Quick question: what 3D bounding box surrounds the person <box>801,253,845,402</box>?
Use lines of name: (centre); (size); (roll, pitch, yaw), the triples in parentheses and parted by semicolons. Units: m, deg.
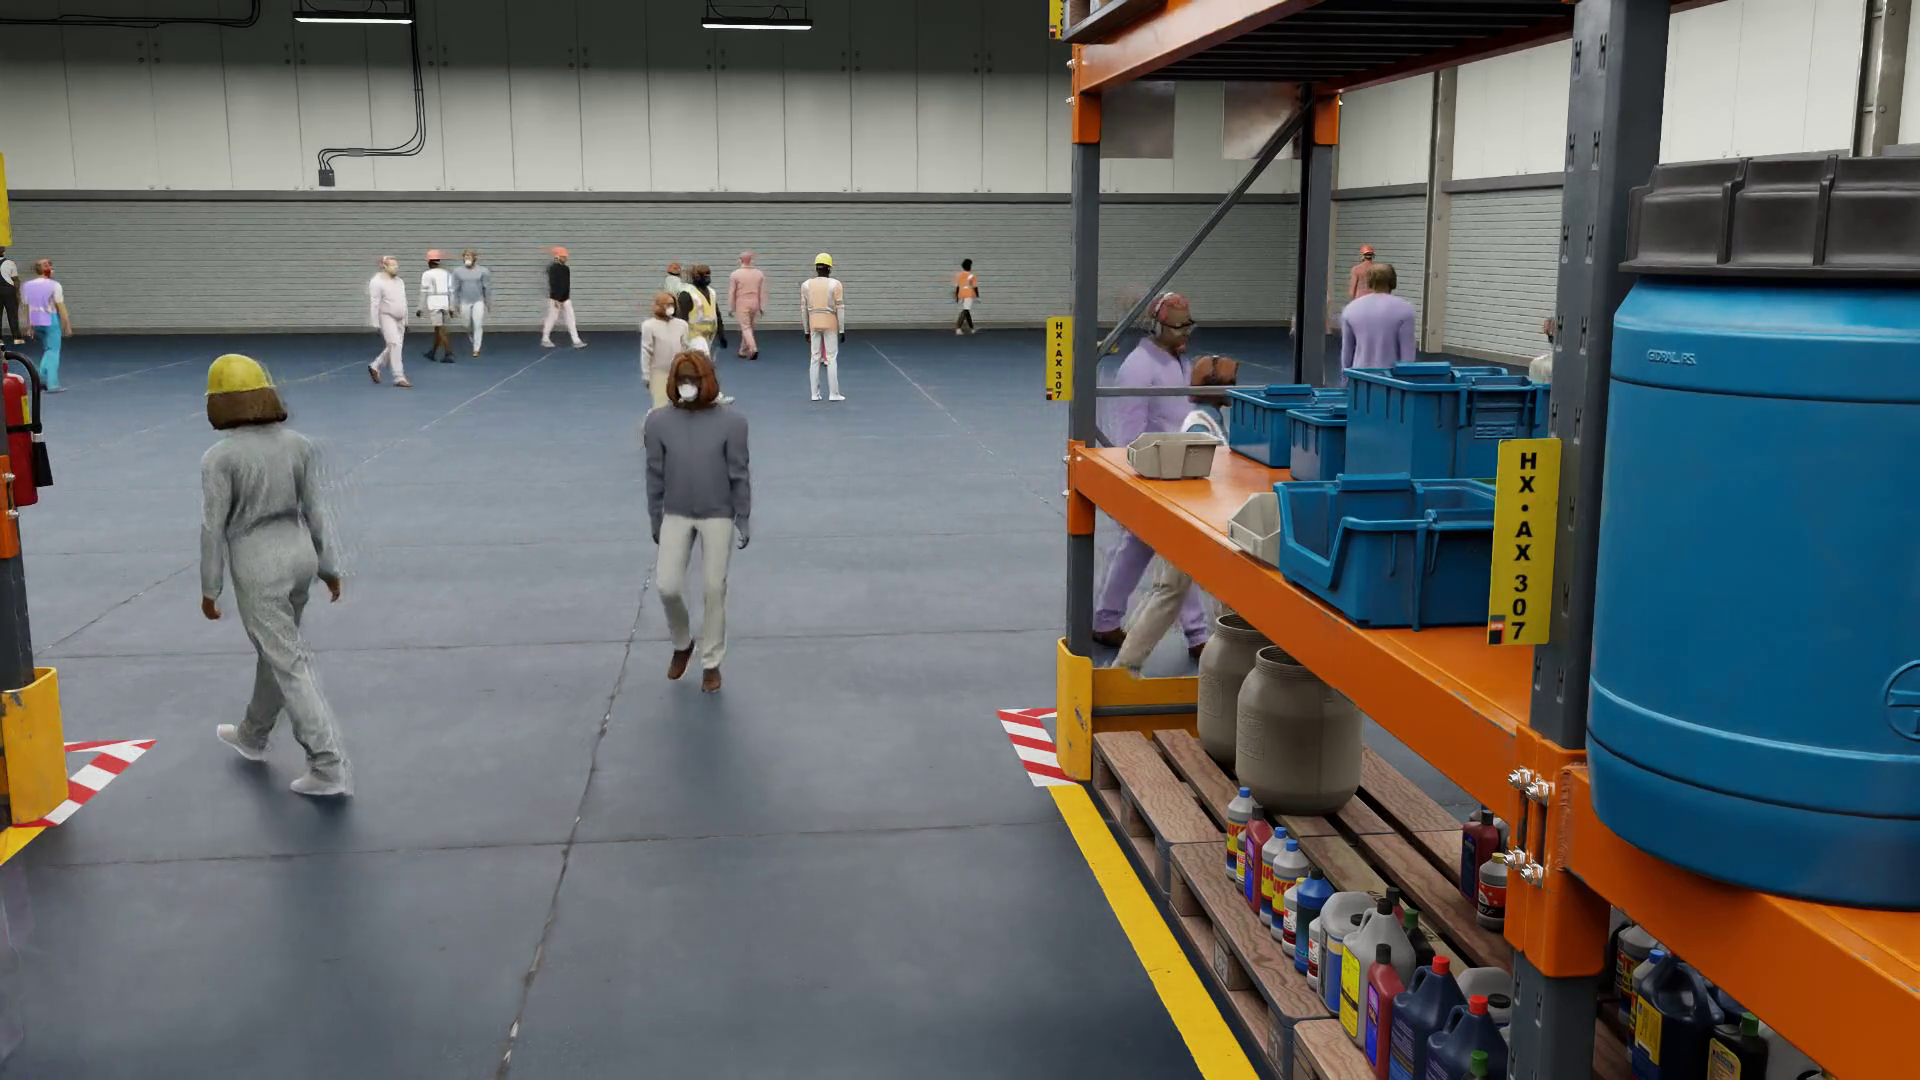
person: (-1.765, -2.756, 21.606); (0.586, 1.923, 0.371); (3, 11, 17)

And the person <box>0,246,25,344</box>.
person: (-19.066, -4.919, 33.136); (0.682, 2.000, 0.538); (-2, 11, -12)

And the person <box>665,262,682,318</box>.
person: (-5.570, -4.592, 32.462); (0.268, 1.632, 0.507); (-9, 14, -40)

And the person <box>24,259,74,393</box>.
person: (-12.459, -2.919, 22.755); (0.572, 1.830, 0.453); (4, 11, 19)

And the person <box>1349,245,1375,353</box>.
person: (7.254, -4.269, 29.751); (0.616, 1.983, 0.404); (-2, 10, -9)

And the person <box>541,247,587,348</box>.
person: (-7.722, -4.672, 32.056); (1.019, 1.948, 0.638); (5, 12, 26)

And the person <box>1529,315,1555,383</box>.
person: (4.117, -0.722, 11.335); (0.524, 1.606, 0.811); (-3, 11, -14)

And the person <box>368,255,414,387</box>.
person: (-8.201, -3.135, 23.823); (0.828, 1.883, 0.651); (4, 11, 19)

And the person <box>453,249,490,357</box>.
person: (-8.724, -4.249, 29.816); (0.640, 1.923, 0.670); (-1, 10, -5)

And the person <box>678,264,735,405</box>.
person: (-3.188, -2.533, 20.765); (0.971, 1.790, 0.641); (5, 11, 25)

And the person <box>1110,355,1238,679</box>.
person: (1.095, -0.050, 7.657); (0.839, 1.599, 0.523); (4, 11, 23)

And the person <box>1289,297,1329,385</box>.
person: (4.989, -2.954, 23.573); (0.518, 1.603, 0.842); (-5, 11, -24)

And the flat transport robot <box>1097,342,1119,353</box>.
flat transport robot: (2.254, -3.448, 29.929); (0.652, 0.197, 1.431); (6, 12, 31)

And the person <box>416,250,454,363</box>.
person: (-8.959, -3.962, 28.273); (0.952, 1.889, 0.562); (6, 12, 31)

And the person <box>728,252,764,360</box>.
person: (-3.714, -4.077, 29.001); (0.651, 1.870, 0.936); (-8, 13, -36)

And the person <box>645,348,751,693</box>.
person: (-1.225, -0.084, 7.786); (0.505, 1.624, 0.338); (0, 10, 0)

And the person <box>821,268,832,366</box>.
person: (-2.212, -3.783, 27.770); (0.527, 1.727, 0.874); (1, 10, 6)

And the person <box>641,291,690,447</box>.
person: (-2.881, -1.617, 16.206); (0.506, 1.621, 0.472); (-8, 13, -38)

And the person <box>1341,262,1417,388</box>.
person: (3.515, -1.345, 13.865); (0.655, 1.921, 0.668); (7, 12, 32)

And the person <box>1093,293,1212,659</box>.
person: (1.023, -0.307, 8.415); (0.881, 1.859, 0.671); (5, 11, 25)

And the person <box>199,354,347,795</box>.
person: (-2.712, 0.126, 6.452); (0.908, 1.680, 0.503); (5, 12, 27)

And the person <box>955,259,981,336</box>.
person: (0.154, -5.250, 36.033); (0.534, 1.644, 0.929); (9, 14, 40)
